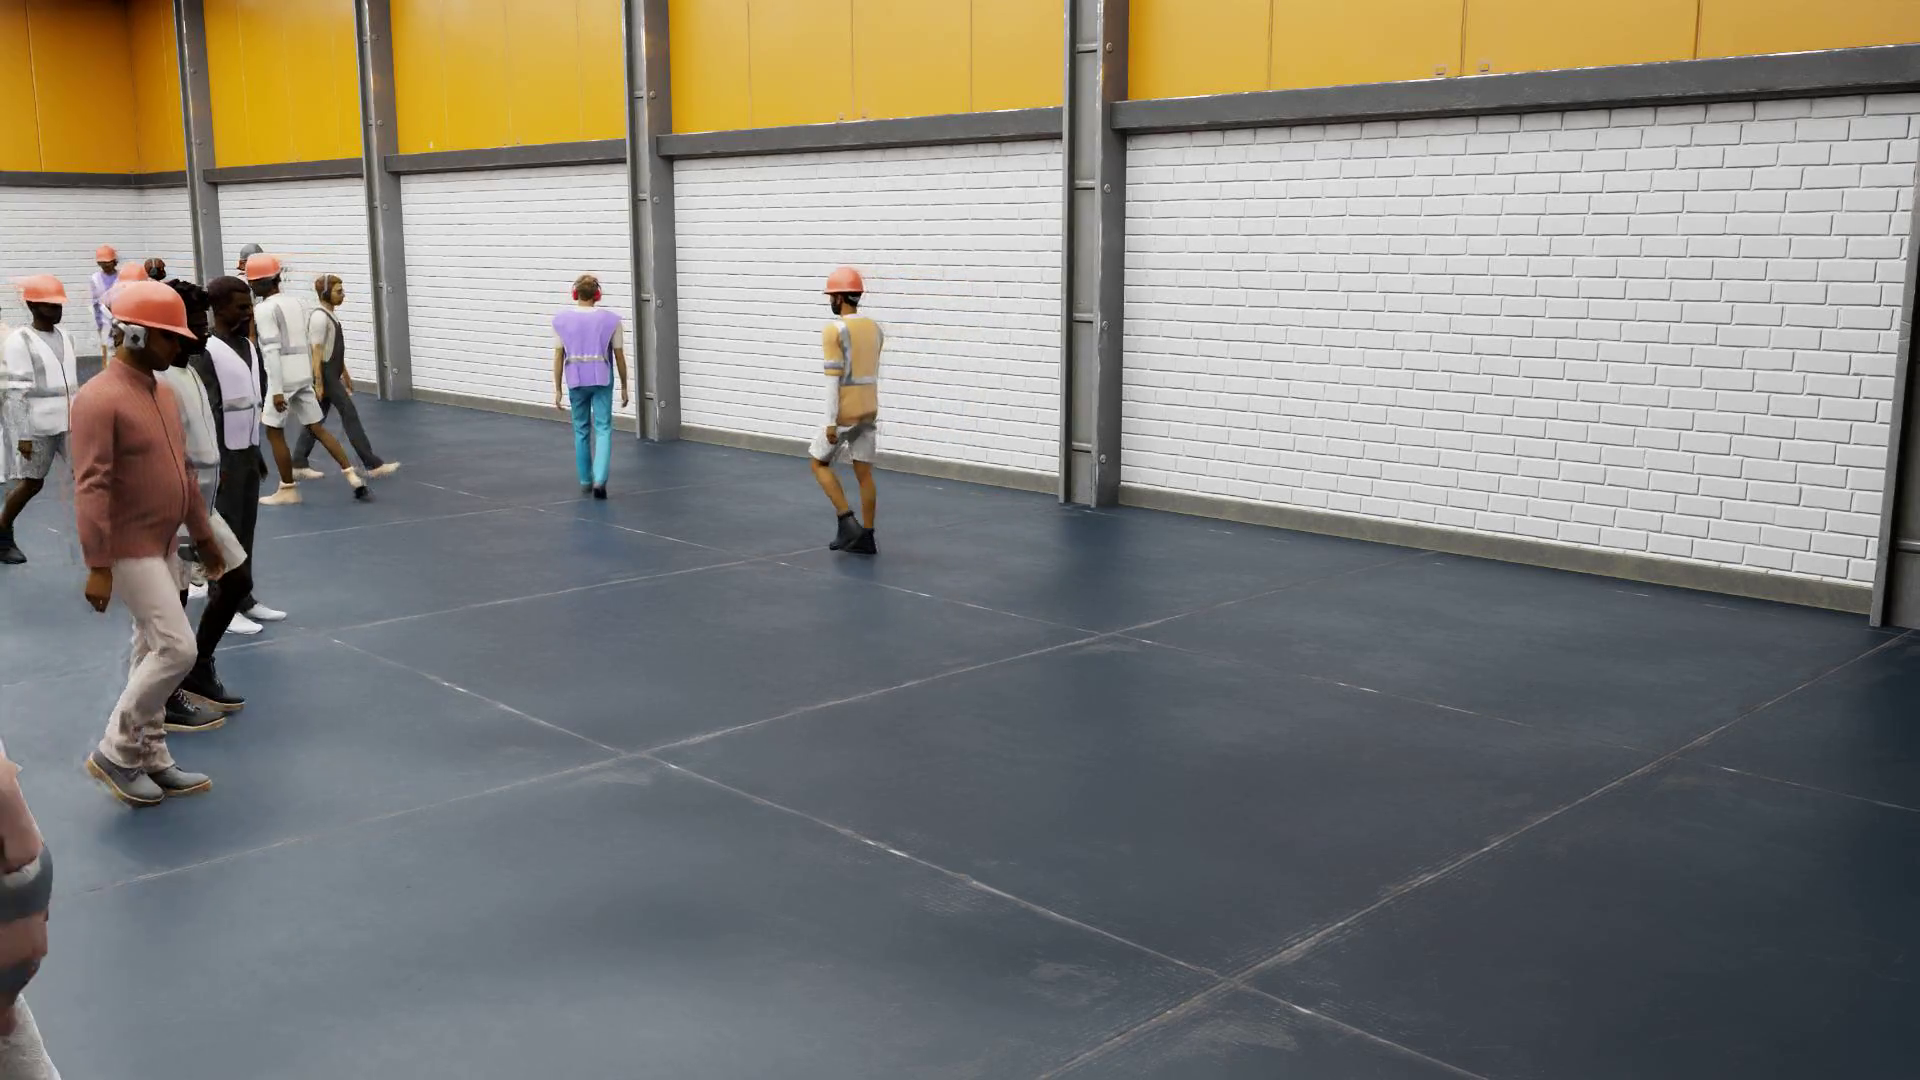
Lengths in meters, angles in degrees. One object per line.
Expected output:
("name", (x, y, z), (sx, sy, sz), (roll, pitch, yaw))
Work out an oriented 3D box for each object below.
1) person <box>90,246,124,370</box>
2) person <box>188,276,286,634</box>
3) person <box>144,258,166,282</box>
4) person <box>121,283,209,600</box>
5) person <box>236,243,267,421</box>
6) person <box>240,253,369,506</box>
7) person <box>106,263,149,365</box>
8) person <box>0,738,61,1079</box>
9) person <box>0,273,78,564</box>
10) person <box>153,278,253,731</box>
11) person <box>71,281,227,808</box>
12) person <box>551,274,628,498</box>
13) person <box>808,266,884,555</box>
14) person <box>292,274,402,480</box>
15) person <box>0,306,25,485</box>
("person", (-11.062, -2.842, 21.782), (0.646, 1.977, 1.029), (-1, 10, -3))
("person", (-3.946, -0.460, 8.992), (0.372, 1.914, 0.597), (0, 10, -1))
("person", (-10.256, -2.677, 21.285), (0.429, 1.843, 0.627), (-7, 13, -34))
("person", (-4.663, -0.564, 9.731), (0.329, 1.861, 0.507), (-8, 13, -37))
("person", (-8.094, -2.405, 19.260), (0.538, 2.000, 0.688), (-2, 11, -13))
("person", (-5.188, -1.250, 13.101), (0.820, 2.008, 0.639), (2, 11, 9))
("person", (-7.328, -1.533, 14.933), (0.566, 1.890, 1.008), (-1, 10, -4))
("person", (-1.759, 0.761, 2.680), (0.966, 1.801, 0.640), (-5, 12, -26))
("person", (-5.900, -0.759, 10.684), (0.956, 1.903, 0.558), (3, 11, 16))
("person", (-3.316, -0.132, 7.122), (0.468, 1.949, 0.619), (-1, 10, -3))
("person", (-3.009, 0.028, 6.190), (0.444, 1.963, 0.639), (-1, 10, -6))
("person", (-3.022, -1.255, 13.601), (0.579, 1.819, 0.780), (-2, 11, -9))
("person", (-0.735, -0.847, 11.082), (0.440, 1.924, 0.550), (9, 14, 41))
("person", (-5.443, -1.406, 14.485), (0.958, 1.793, 0.529), (-3, 11, -15))
("person", (-8.284, -1.293, 14.288), (0.308, 1.640, 0.511), (4, 11, 20))
